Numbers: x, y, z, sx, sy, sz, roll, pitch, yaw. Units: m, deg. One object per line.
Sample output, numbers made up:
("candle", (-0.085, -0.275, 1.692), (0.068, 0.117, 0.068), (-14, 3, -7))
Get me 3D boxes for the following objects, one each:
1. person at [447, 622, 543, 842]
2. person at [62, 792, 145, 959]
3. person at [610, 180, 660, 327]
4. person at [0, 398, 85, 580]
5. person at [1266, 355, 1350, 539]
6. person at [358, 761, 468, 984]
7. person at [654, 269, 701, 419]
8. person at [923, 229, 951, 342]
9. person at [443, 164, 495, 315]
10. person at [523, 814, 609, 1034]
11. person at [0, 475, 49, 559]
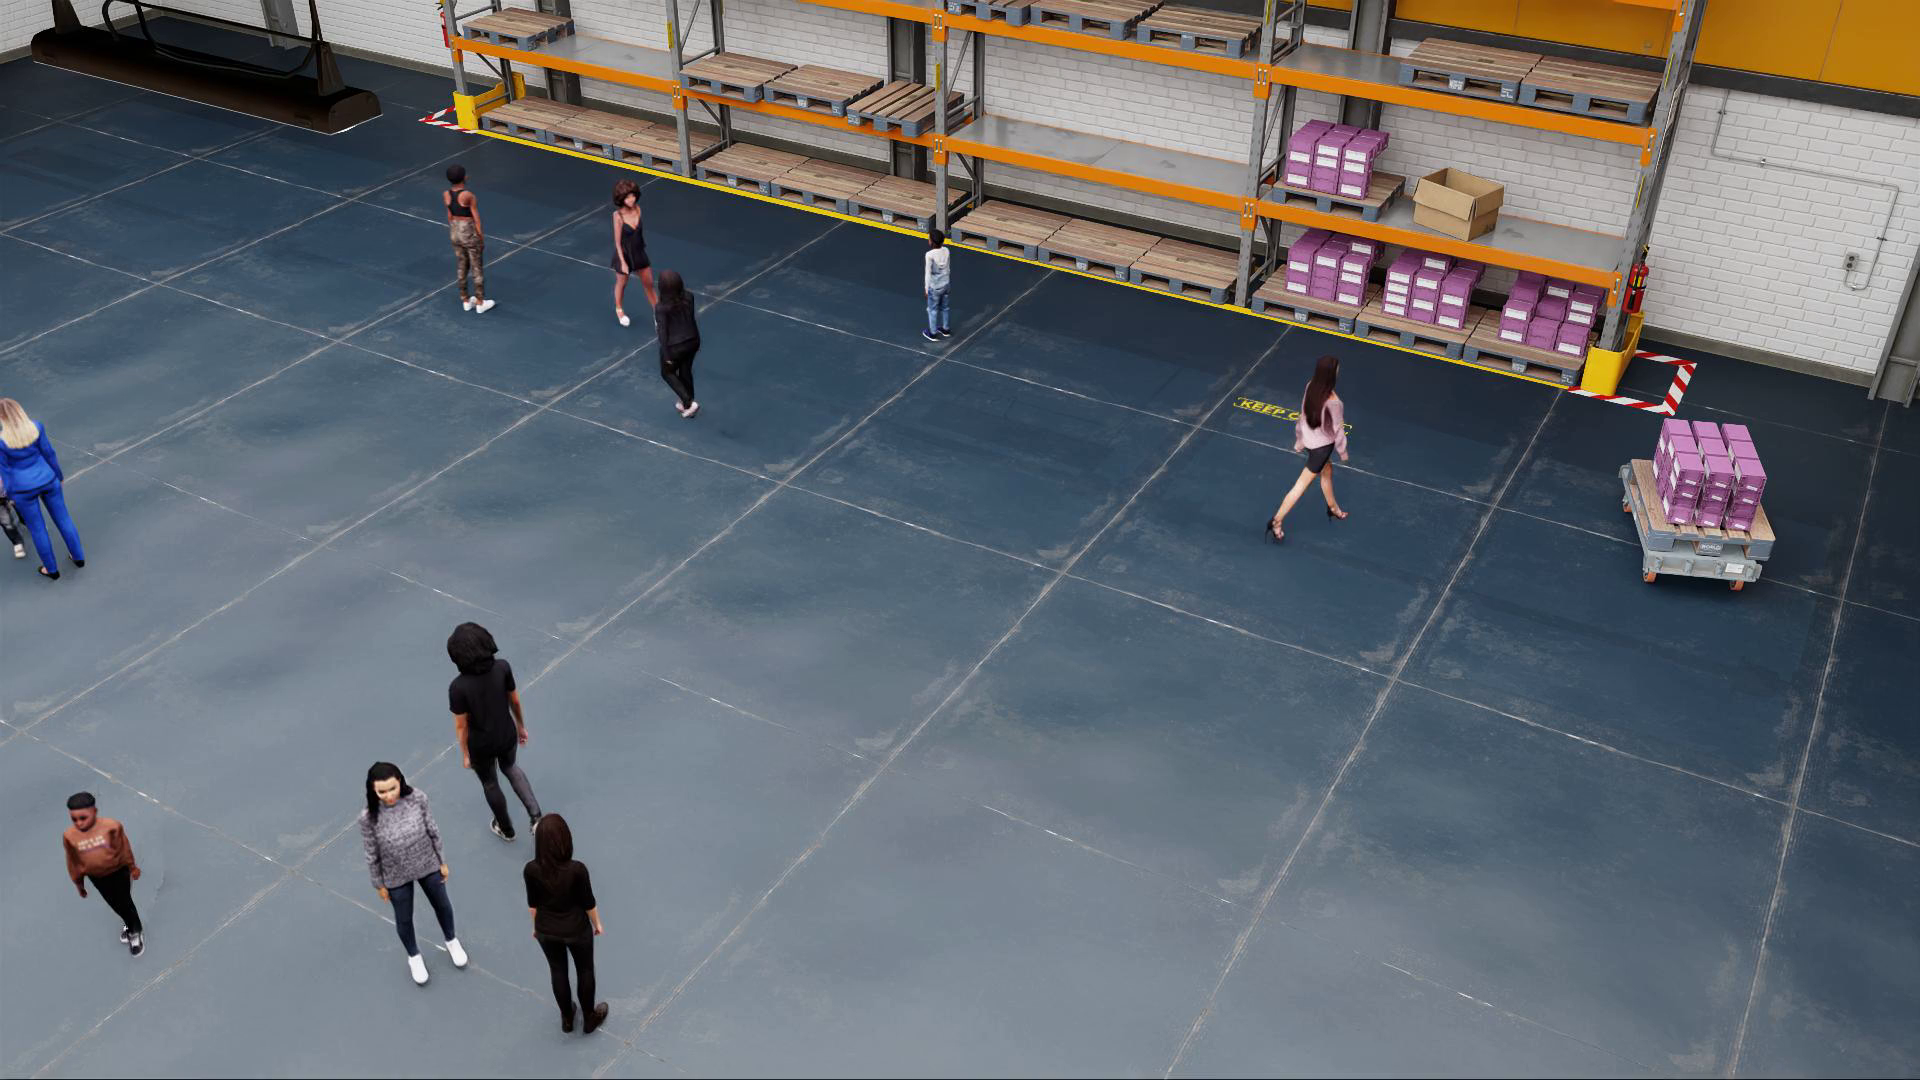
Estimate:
("person", (-3.163, 1.394, 11.360), (0.762, 1.815, 0.871), (-26, 42, -34))
("person", (-5.538, 2.096, 10.820), (0.695, 1.243, 0.754), (-7, 34, -11))
("person", (-3.659, -3.093, 18.174), (1.130, 1.744, 0.749), (28, 42, 35))
("person", (-7.915, -0.446, 14.231), (0.594, 1.700, 0.657), (24, 41, 32))
("person", (3.065, -0.754, 14.640), (1.126, 1.761, 1.104), (-11, 35, -16))
("person", (-3.456, 2.049, 10.449), (0.689, 1.733, 0.687), (-18, 38, -25))
("person", (-2.726, -1.908, 16.519), (0.790, 1.603, 0.705), (25, 41, 32))
("person", (-0.249, -2.796, 18.165), (0.532, 1.258, 0.565), (-25, 41, -32))
("person", (-5.545, -3.382, 18.653), (0.535, 1.695, 0.659), (11, 35, 16))
("person", (-2.408, 2.363, 10.068), (0.630, 1.631, 0.730), (0, 34, 0))
("person", (-8.427, -0.472, 14.641), (0.731, 1.291, 0.836), (-22, 40, -30))
